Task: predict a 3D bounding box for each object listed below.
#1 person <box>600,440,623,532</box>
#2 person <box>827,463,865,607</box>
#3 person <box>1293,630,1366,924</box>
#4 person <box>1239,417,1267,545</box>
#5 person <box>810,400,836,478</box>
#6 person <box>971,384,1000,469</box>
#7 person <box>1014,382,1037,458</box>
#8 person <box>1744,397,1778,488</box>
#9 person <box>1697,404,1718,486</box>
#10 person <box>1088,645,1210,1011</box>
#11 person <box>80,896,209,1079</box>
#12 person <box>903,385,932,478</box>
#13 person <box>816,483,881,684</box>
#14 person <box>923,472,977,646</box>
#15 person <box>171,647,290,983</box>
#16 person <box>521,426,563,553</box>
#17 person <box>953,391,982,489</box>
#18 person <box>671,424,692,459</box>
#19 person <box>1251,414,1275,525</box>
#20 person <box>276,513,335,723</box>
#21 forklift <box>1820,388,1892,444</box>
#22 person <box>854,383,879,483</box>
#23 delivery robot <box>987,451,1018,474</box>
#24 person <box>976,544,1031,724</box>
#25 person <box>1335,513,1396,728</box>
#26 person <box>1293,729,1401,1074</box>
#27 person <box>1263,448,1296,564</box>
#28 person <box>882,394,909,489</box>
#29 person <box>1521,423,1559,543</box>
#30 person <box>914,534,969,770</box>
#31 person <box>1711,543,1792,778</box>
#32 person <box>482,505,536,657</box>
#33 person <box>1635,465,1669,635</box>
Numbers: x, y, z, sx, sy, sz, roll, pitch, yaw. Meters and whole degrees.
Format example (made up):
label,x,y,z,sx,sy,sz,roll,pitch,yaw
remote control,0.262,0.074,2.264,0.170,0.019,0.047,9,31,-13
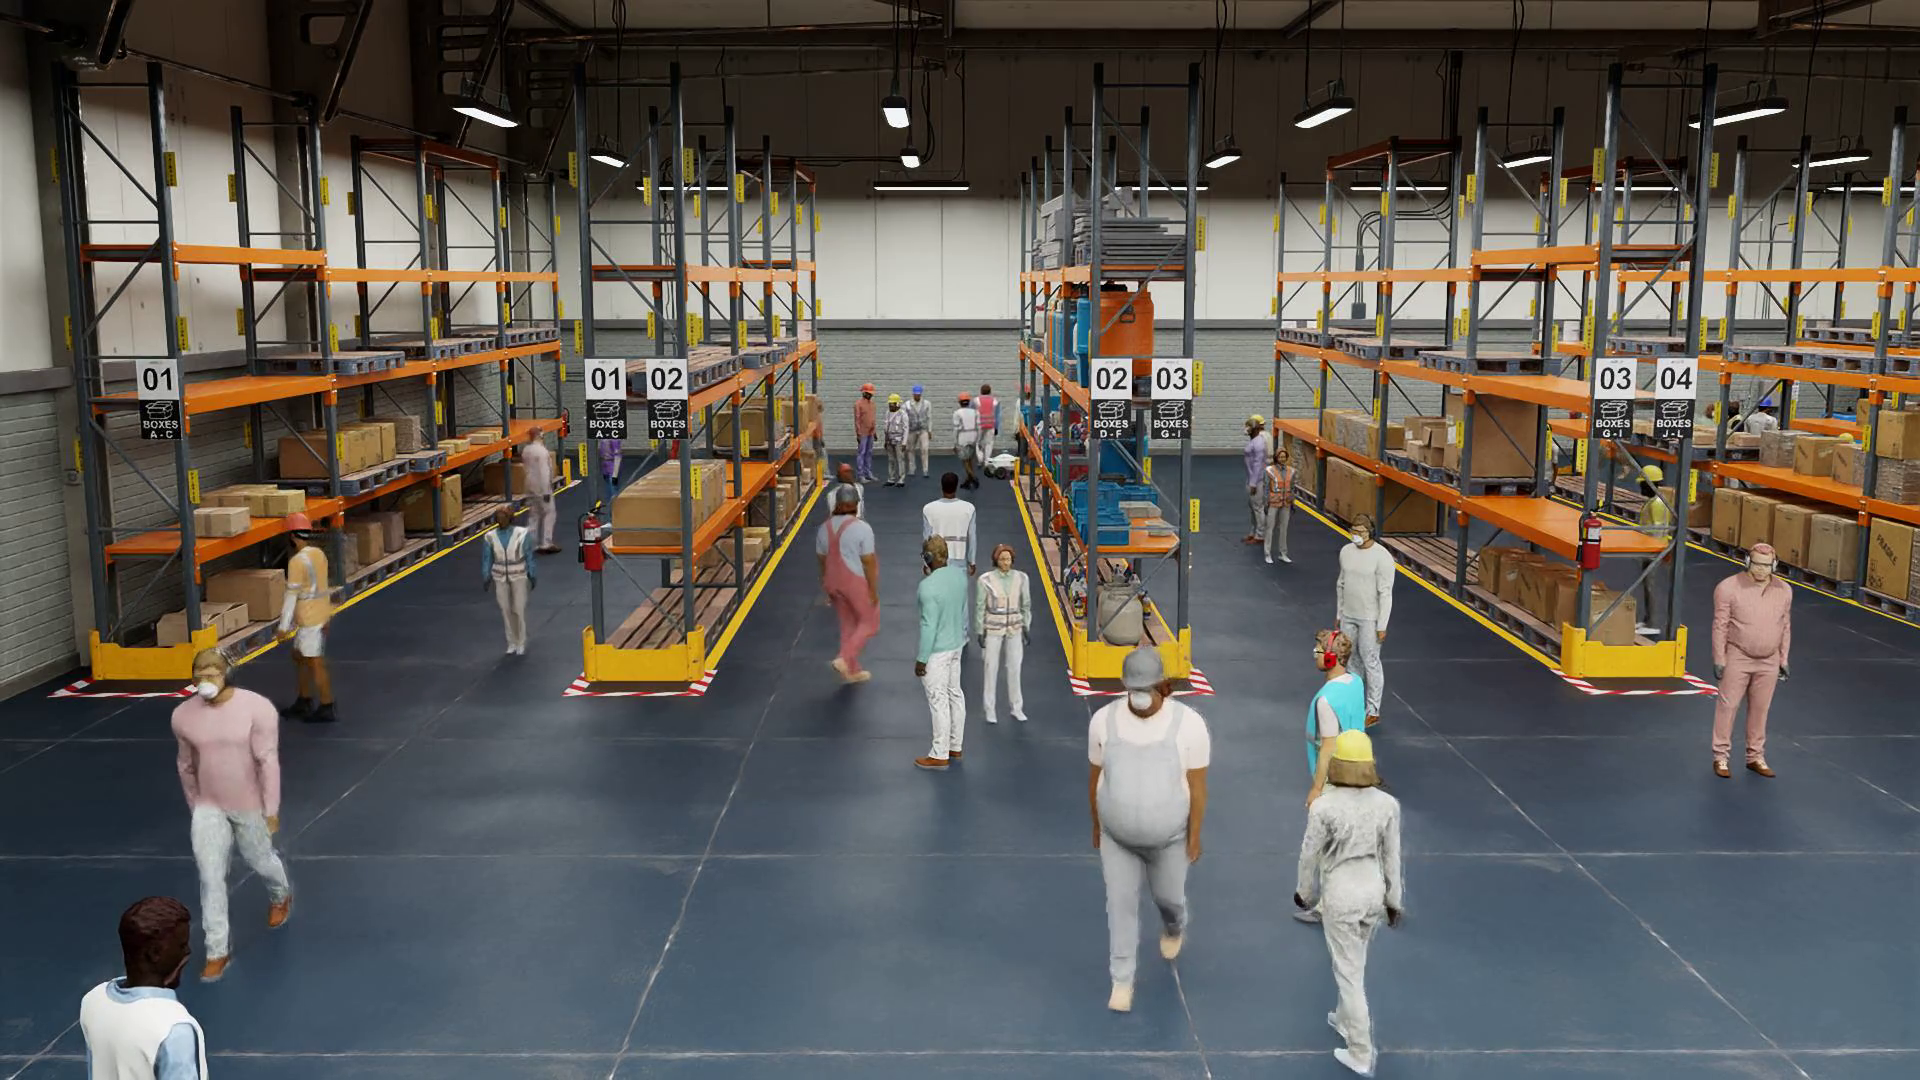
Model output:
label,x,y,z,sx,sy,sz,roll,pitch,yaw
person,-5.587,-1.100,26.583,0.378,1.928,0.585,-4,10,-26
person,-1.345,-0.029,20.036,0.611,1.831,0.833,-7,11,-36
person,2.322,1.469,10.319,0.389,1.846,0.567,5,10,28
person,4.459,-0.888,25.186,0.364,1.939,0.629,0,9,2
person,-2.934,-2.015,33.520,0.808,1.607,0.520,-2,9,-14
person,0.523,-2.399,35.275,0.646,1.822,0.544,-2,9,-10
person,1.265,-2.233,33.789,0.648,1.958,0.627,4,10,26
person,14.275,-1.590,29.665,0.389,1.946,0.614,-7,11,-38
person,14.718,-1.885,32.682,0.511,1.605,0.781,-1,9,-6
person,1.046,1.529,9.305,0.681,2.000,0.808,2,9,14
person,-2.745,2.156,5.687,0.587,1.913,0.391,6,11,34
person,-0.860,-2.192,33.706,0.627,1.912,0.805,-1,9,-8
person,-1.078,0.434,16.355,0.701,2.000,0.620,8,12,41
person,-0.111,0.215,18.152,0.594,1.919,0.388,-1,9,-5
person,-4.257,1.528,9.780,0.628,1.908,0.928,-1,9,-5
person,-6.186,-0.734,24.416,0.684,1.876,0.529,9,12,44
person,0.181,-1.876,31.697,0.560,1.900,0.761,-5,10,-28
person,-5.699,-2.286,34.004,0.621,1.990,0.402,7,12,40
person,4.941,-1.161,27.378,0.441,1.810,0.621,6,10,32
person,-5.979,0.711,14.959,0.671,1.913,0.562,0,9,-3
forklift,20.072,-3.110,36.462,1.873,2.768,1.129,0,9,0
person,-1.854,-2.127,32.990,0.384,1.991,0.609,6,11,34
delivery robot,0.910,-1.564,33.665,0.707,0.478,0.477,-5,10,-30
person,0.388,0.842,15.039,0.517,1.636,0.312,-3,9,-17
person,3.615,0.712,14.930,0.375,1.933,0.625,-5,10,-30
person,1.963,1.811,8.557,0.491,1.712,0.738,-3,9,-18
person,4.513,-0.485,23.549,0.517,1.641,0.308,-3,9,-19
person,-1.256,-1.904,32.061,0.598,1.832,0.404,8,12,42
person,8.805,-0.854,25.180,0.328,1.873,0.518,-4,10,-26
person,-0.166,0.914,13.612,0.370,1.934,0.627,5,10,29
person,6.367,0.968,13.368,0.636,1.902,0.406,0,9,-2
person,-4.805,0.436,17.670,0.540,1.612,0.561,0,9,-1
person,7.786,0.112,18.789,0.381,1.924,0.594,3,9,18
